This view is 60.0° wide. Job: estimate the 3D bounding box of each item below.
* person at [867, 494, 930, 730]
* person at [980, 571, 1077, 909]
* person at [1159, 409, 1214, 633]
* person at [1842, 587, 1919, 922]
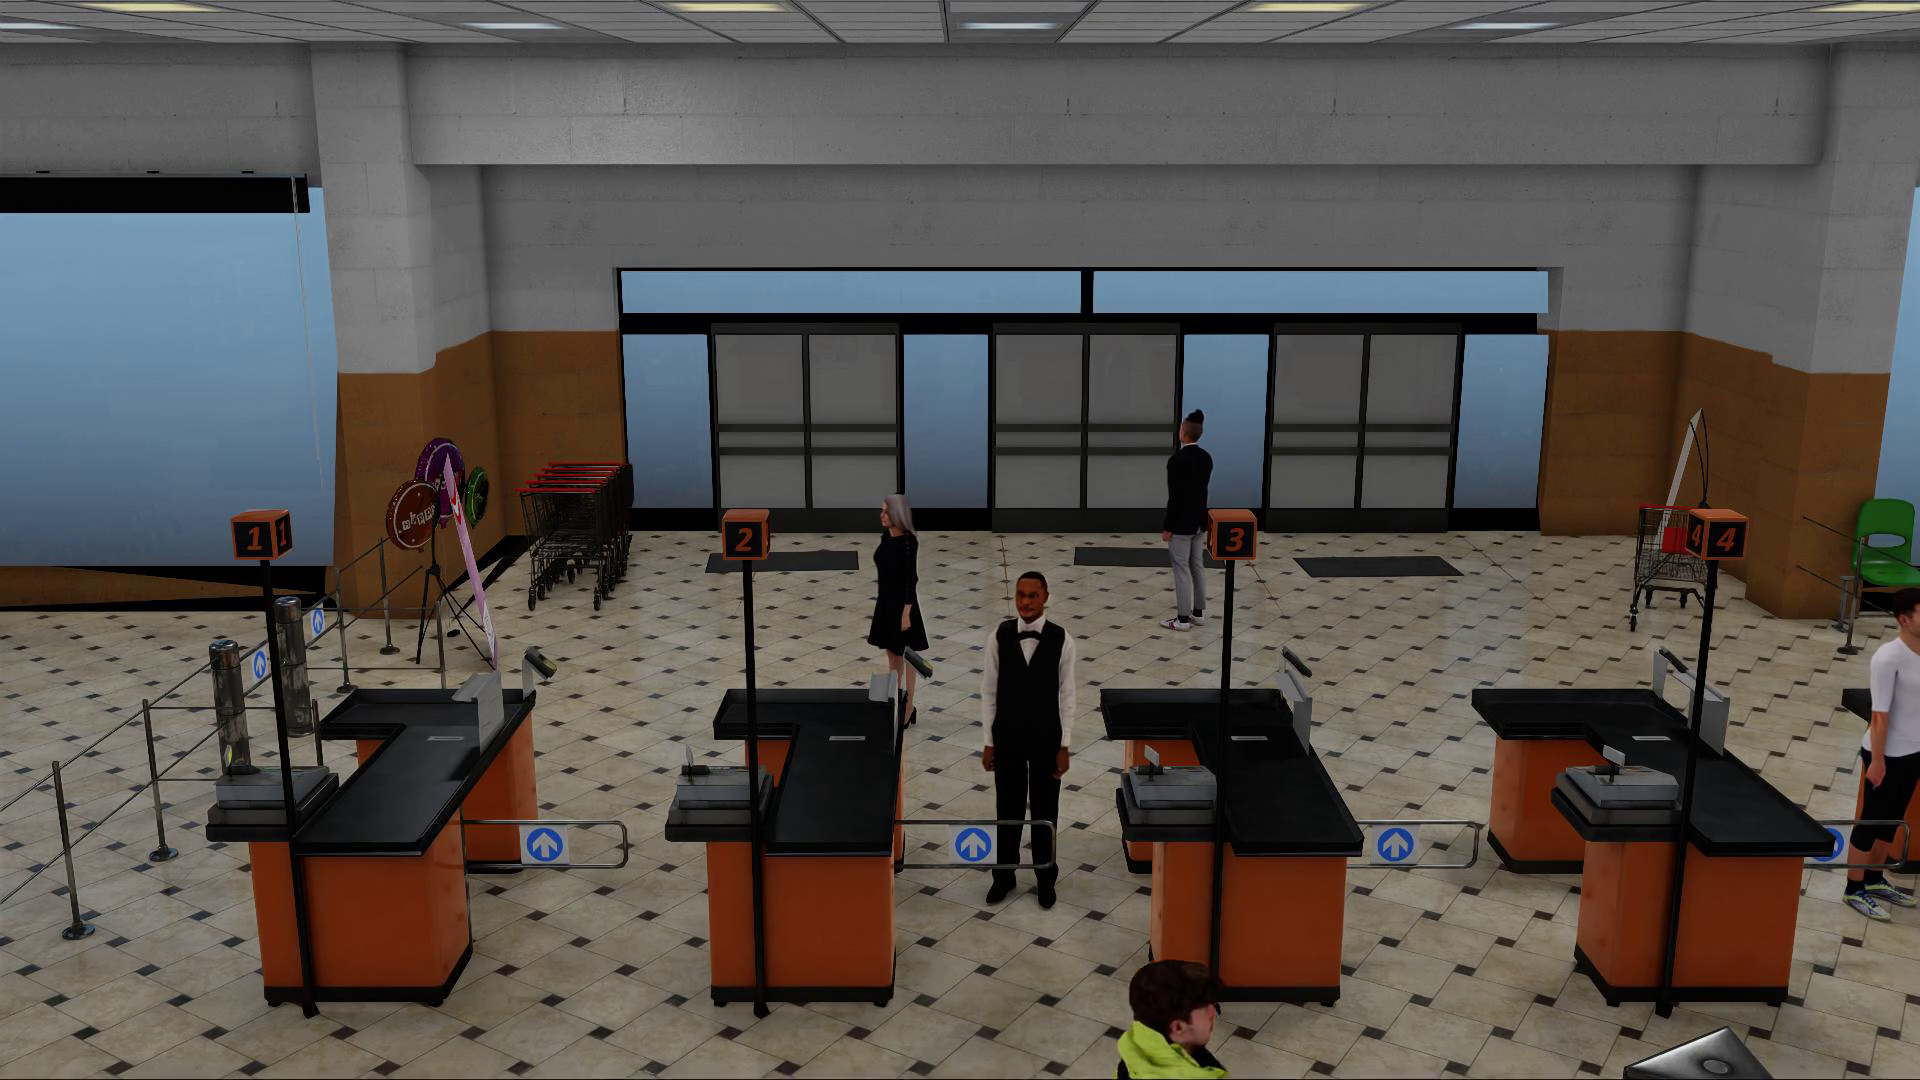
[{"bbox_3d":[-0.465,0.518,12.103,0.762,1.746,0.669,-8,16,-31],"label":"person"},{"bbox_3d":[0.385,1.102,9.329,0.720,1.919,0.631,2,14,9],"label":"person"},{"bbox_3d":[1.995,-0.183,14.558,0.843,1.950,0.782,13,19,43],"label":"person"},{"bbox_3d":[5.185,1.158,9.241,0.749,1.851,0.761,-9,16,-32],"label":"person"}]
